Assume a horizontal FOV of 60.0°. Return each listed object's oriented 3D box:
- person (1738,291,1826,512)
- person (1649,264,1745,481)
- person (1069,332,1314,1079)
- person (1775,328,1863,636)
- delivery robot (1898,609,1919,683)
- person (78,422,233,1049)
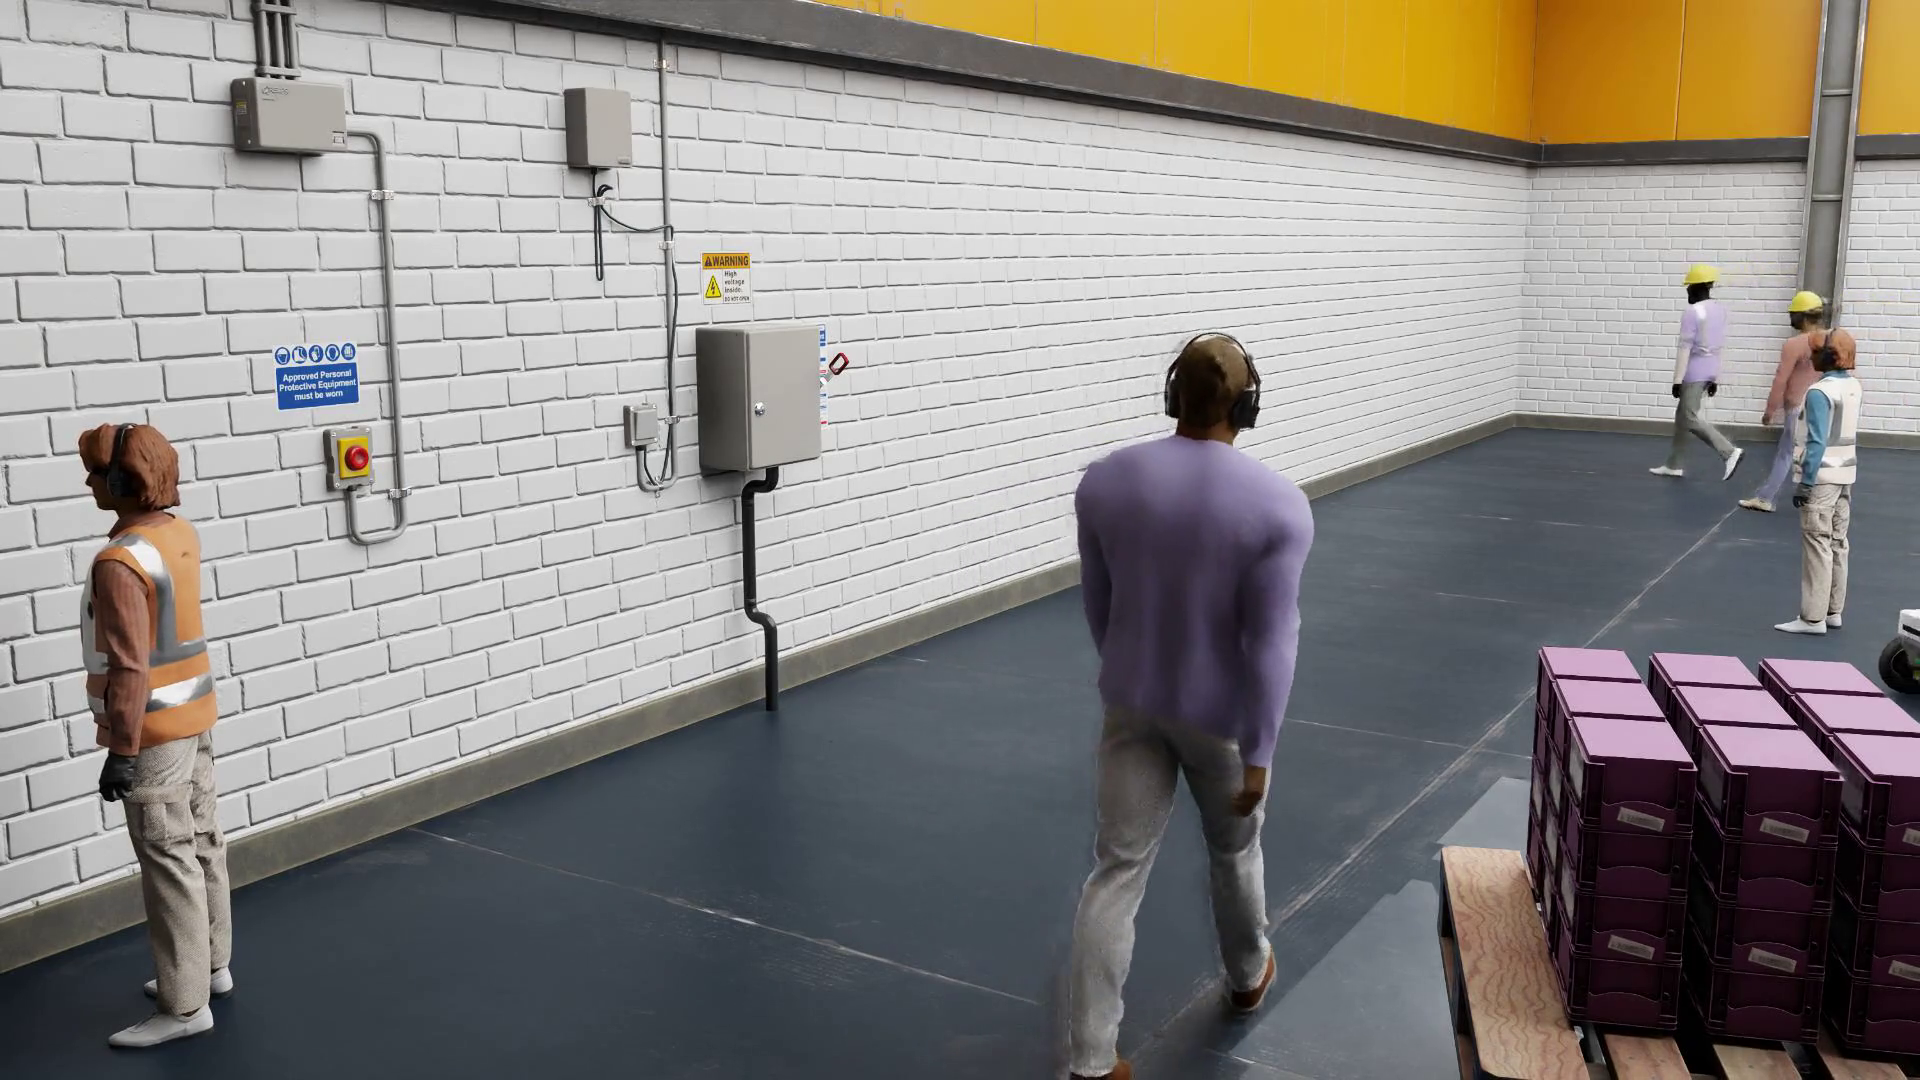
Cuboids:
[{"bbox_3d":[6.340,-1.008,12.537,0.538,1.718,0.902,-6,12,-30],"label":"person"},{"bbox_3d":[6.497,-1.458,14.535,0.597,1.899,0.805,-9,13,-40],"label":"person"},{"bbox_3d":[0.556,0.430,4.164,0.633,1.886,1.052,5,11,25],"label":"person"},{"bbox_3d":[4.611,-0.305,8.880,0.525,1.636,0.307,-9,14,-41],"label":"person"},{"bbox_3d":[4.640,0.442,7.478,0.707,0.478,0.477,0,10,2],"label":"delivery robot"},{"bbox_3d":[-2.114,0.505,4.381,0.307,1.641,0.514,-2,10,-9],"label":"person"}]
